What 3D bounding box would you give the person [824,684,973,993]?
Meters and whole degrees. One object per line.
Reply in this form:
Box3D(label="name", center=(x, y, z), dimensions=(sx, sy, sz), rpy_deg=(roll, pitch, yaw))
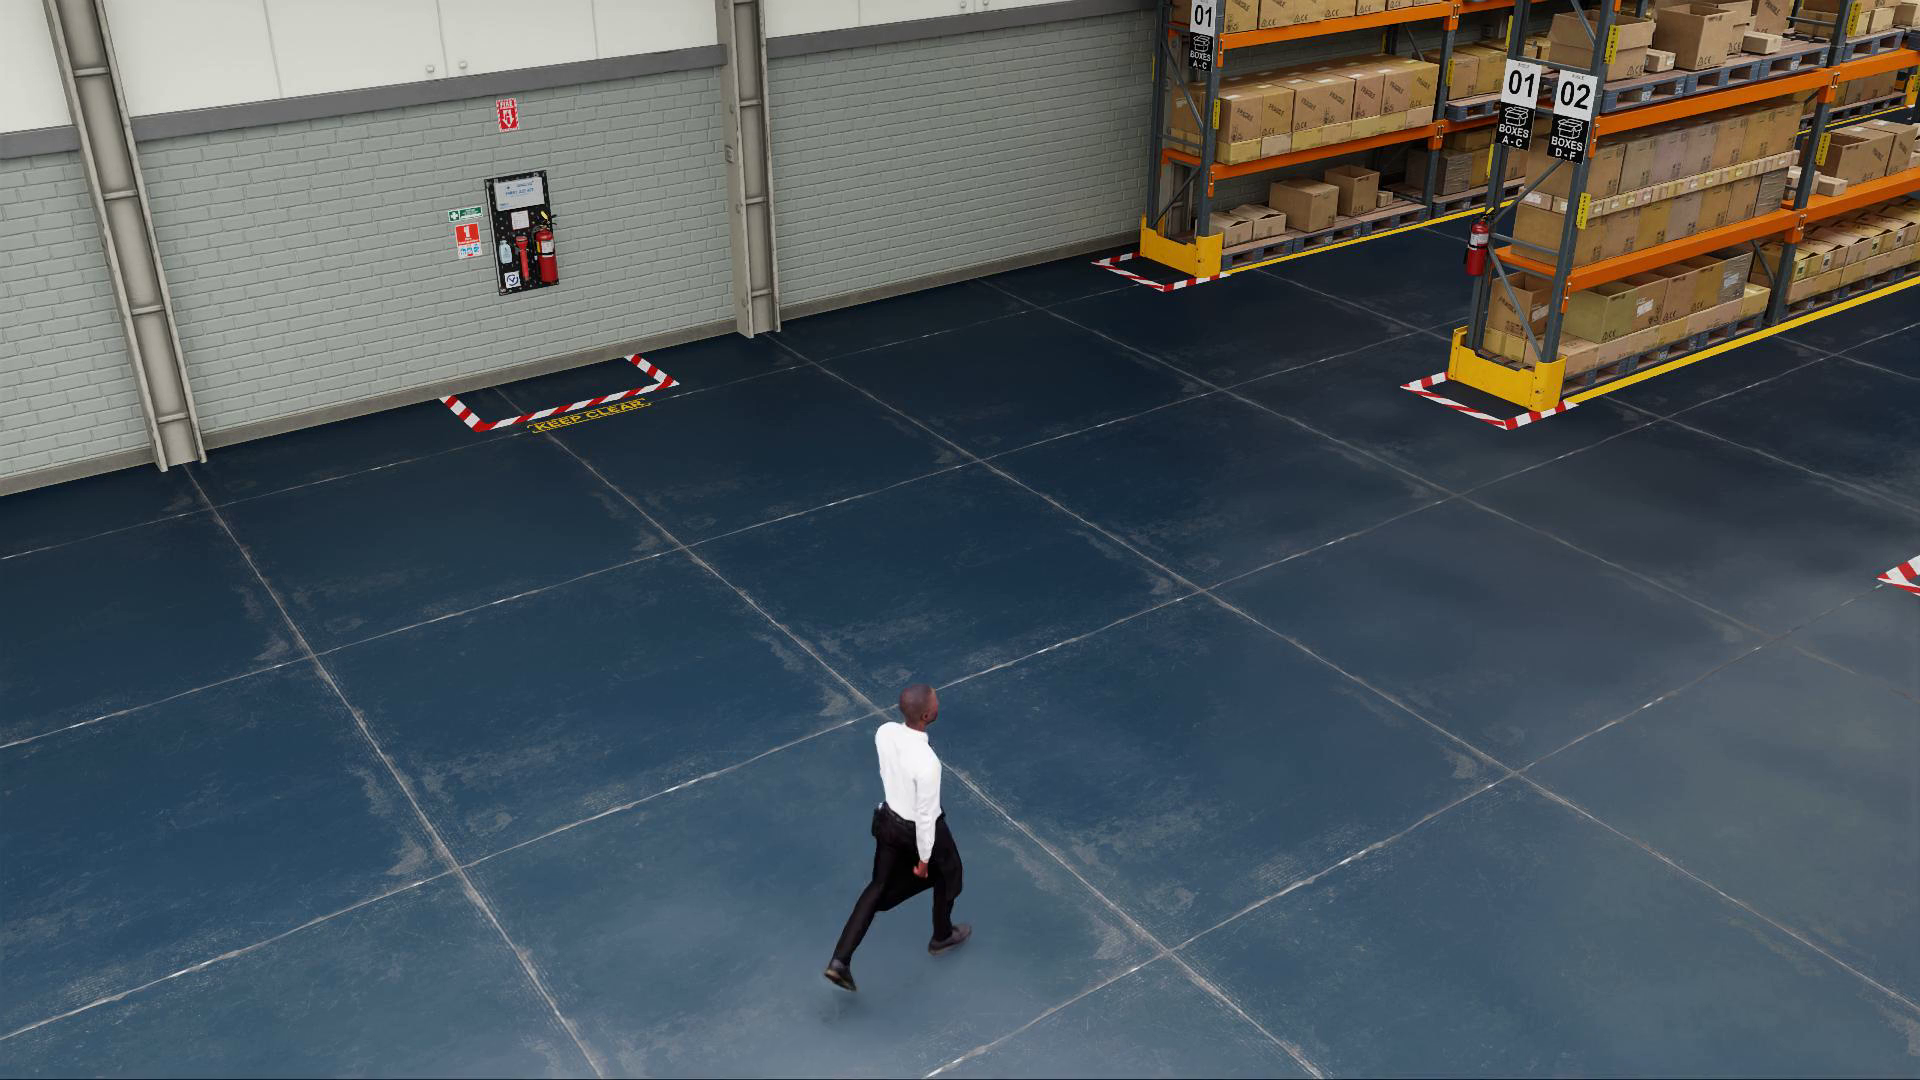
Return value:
Box3D(label="person", center=(-0.343, 1.593, 8.744), dimensions=(0.788, 1.791, 1.264), rpy_deg=(24, 36, 39))
